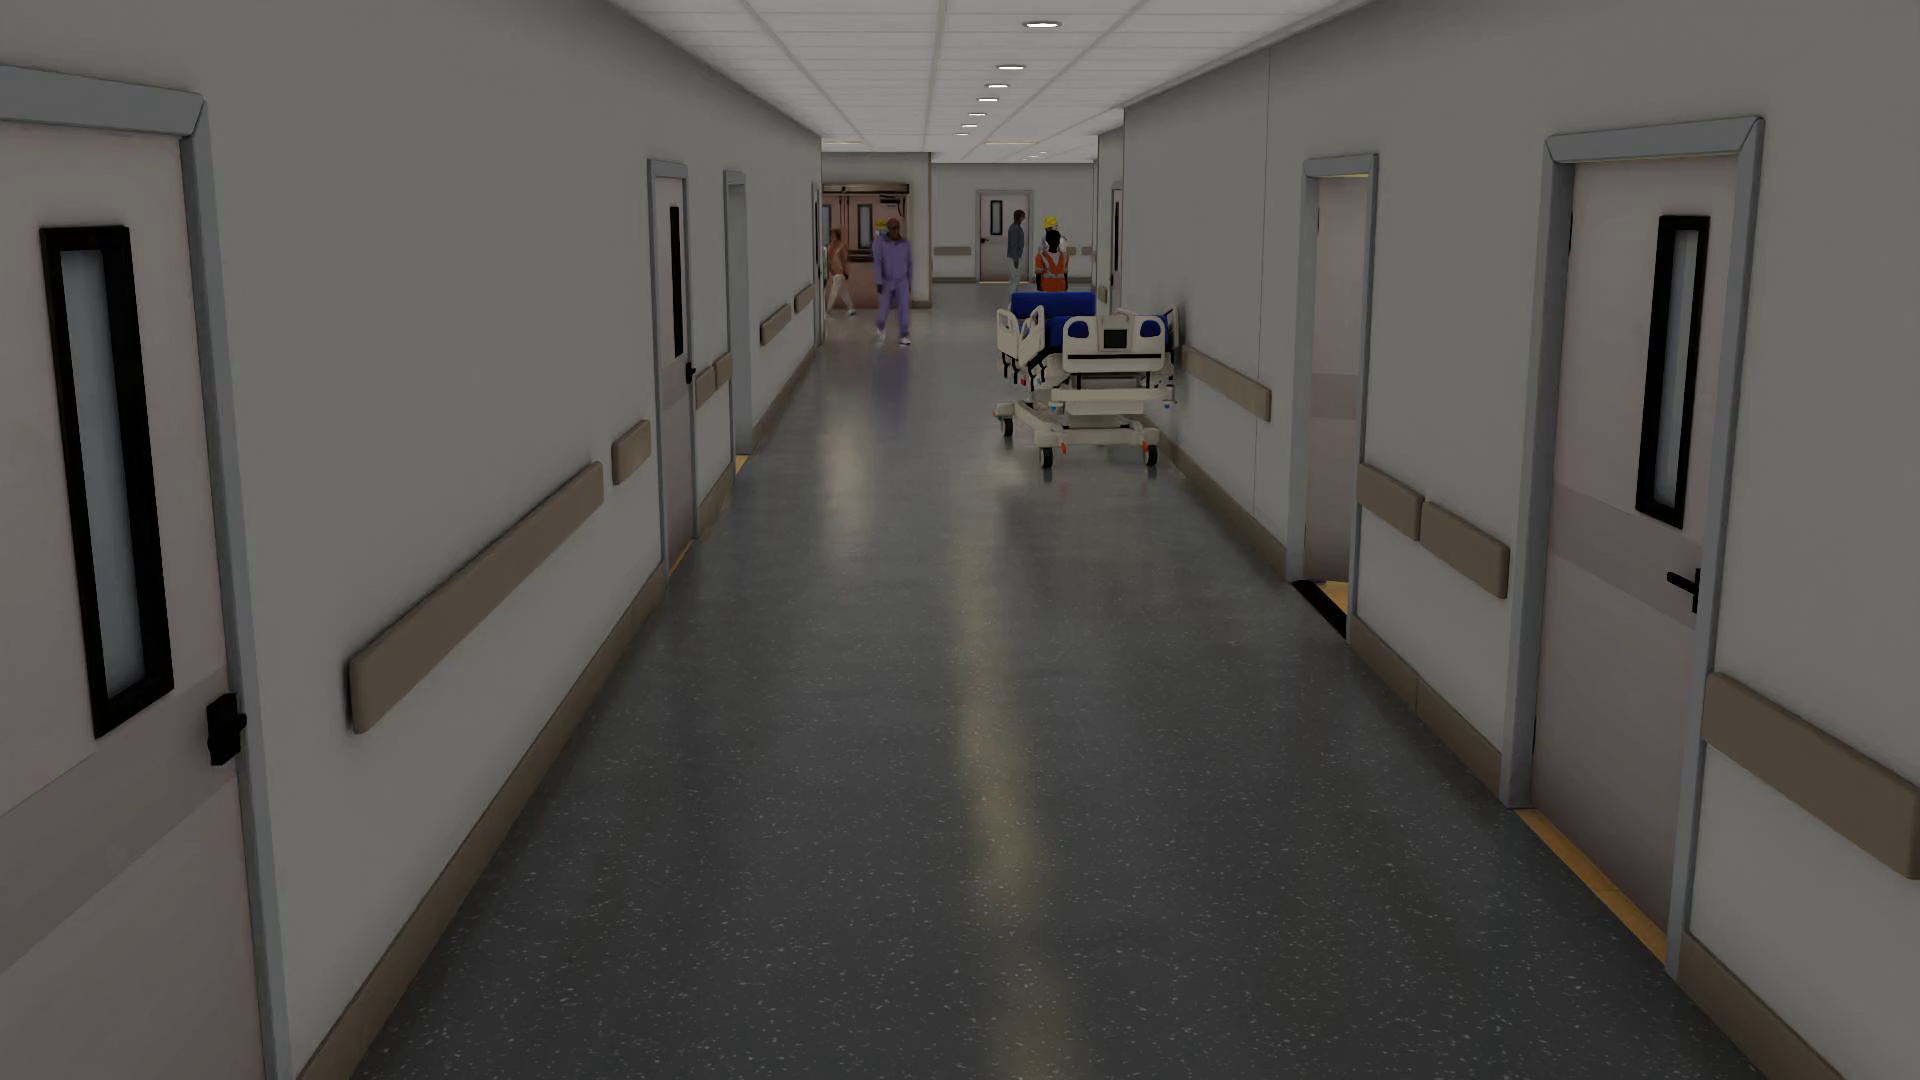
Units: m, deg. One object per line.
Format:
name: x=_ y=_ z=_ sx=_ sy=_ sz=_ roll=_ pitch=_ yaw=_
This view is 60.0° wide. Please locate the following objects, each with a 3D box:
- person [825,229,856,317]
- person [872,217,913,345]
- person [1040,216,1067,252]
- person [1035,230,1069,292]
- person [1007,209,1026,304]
person: x=-2.233 y=-4.875 z=30.350 sx=0.877 sy=1.595 sz=0.524 roll=-9 pitch=15 yaw=-37
person: x=-1.005 y=-3.844 z=24.659 sx=0.638 sy=1.869 sz=0.836 roll=-4 pitch=12 yaw=-18
person: x=1.610 y=-4.795 z=29.398 sx=0.404 sy=1.822 sz=0.587 roll=-9 pitch=15 yaw=-37
person: x=1.306 y=-3.527 z=23.523 sx=0.541 sy=1.696 sz=0.315 roll=-5 pitch=13 yaw=-23
person: x=1.113 y=-5.516 z=32.657 sx=0.384 sy=1.930 sz=0.634 roll=2 pitch=12 yaw=8
